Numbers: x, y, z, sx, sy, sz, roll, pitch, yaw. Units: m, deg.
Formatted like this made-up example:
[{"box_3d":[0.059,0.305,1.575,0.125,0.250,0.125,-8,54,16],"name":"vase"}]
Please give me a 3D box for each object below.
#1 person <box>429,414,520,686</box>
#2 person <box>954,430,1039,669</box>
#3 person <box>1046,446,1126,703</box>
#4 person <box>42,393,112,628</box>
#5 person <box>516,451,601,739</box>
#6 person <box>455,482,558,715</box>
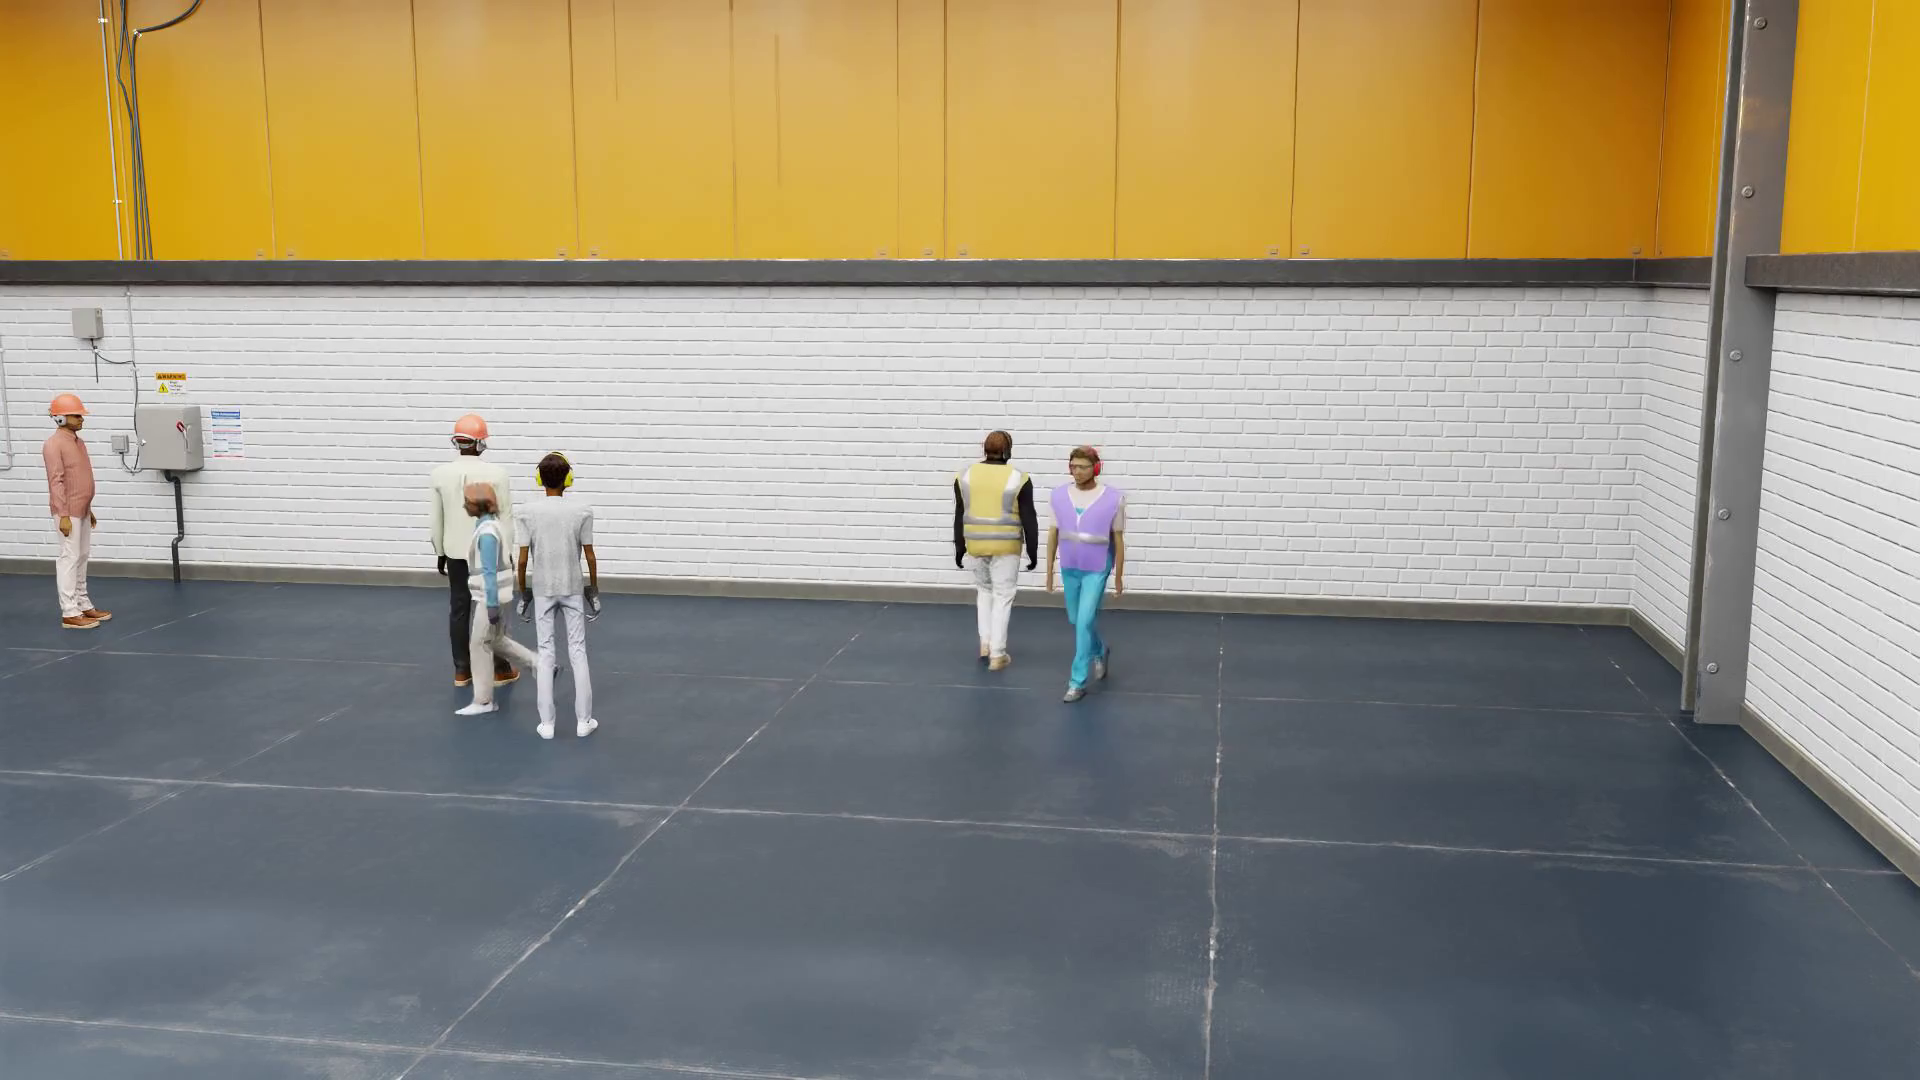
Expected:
[{"box_3d":[-3.543,0.079,12.147,0.612,1.995,0.392,1,9,4],"name":"person"},{"box_3d":[0.312,0.056,12.824,0.650,1.819,0.638,4,10,22],"name":"person"},{"box_3d":[0.928,0.204,11.969,0.569,1.814,0.870,5,10,27],"name":"person"},{"box_3d":[-7.555,-0.251,14.186,0.378,1.995,0.612,-1,9,-9],"name":"person"},{"box_3d":[-2.610,0.359,10.811,0.535,1.869,0.312,-2,9,-12],"name":"person"},{"box_3d":[-3.134,0.395,11.376,0.616,1.616,0.538,-2,9,-13],"name":"person"}]
